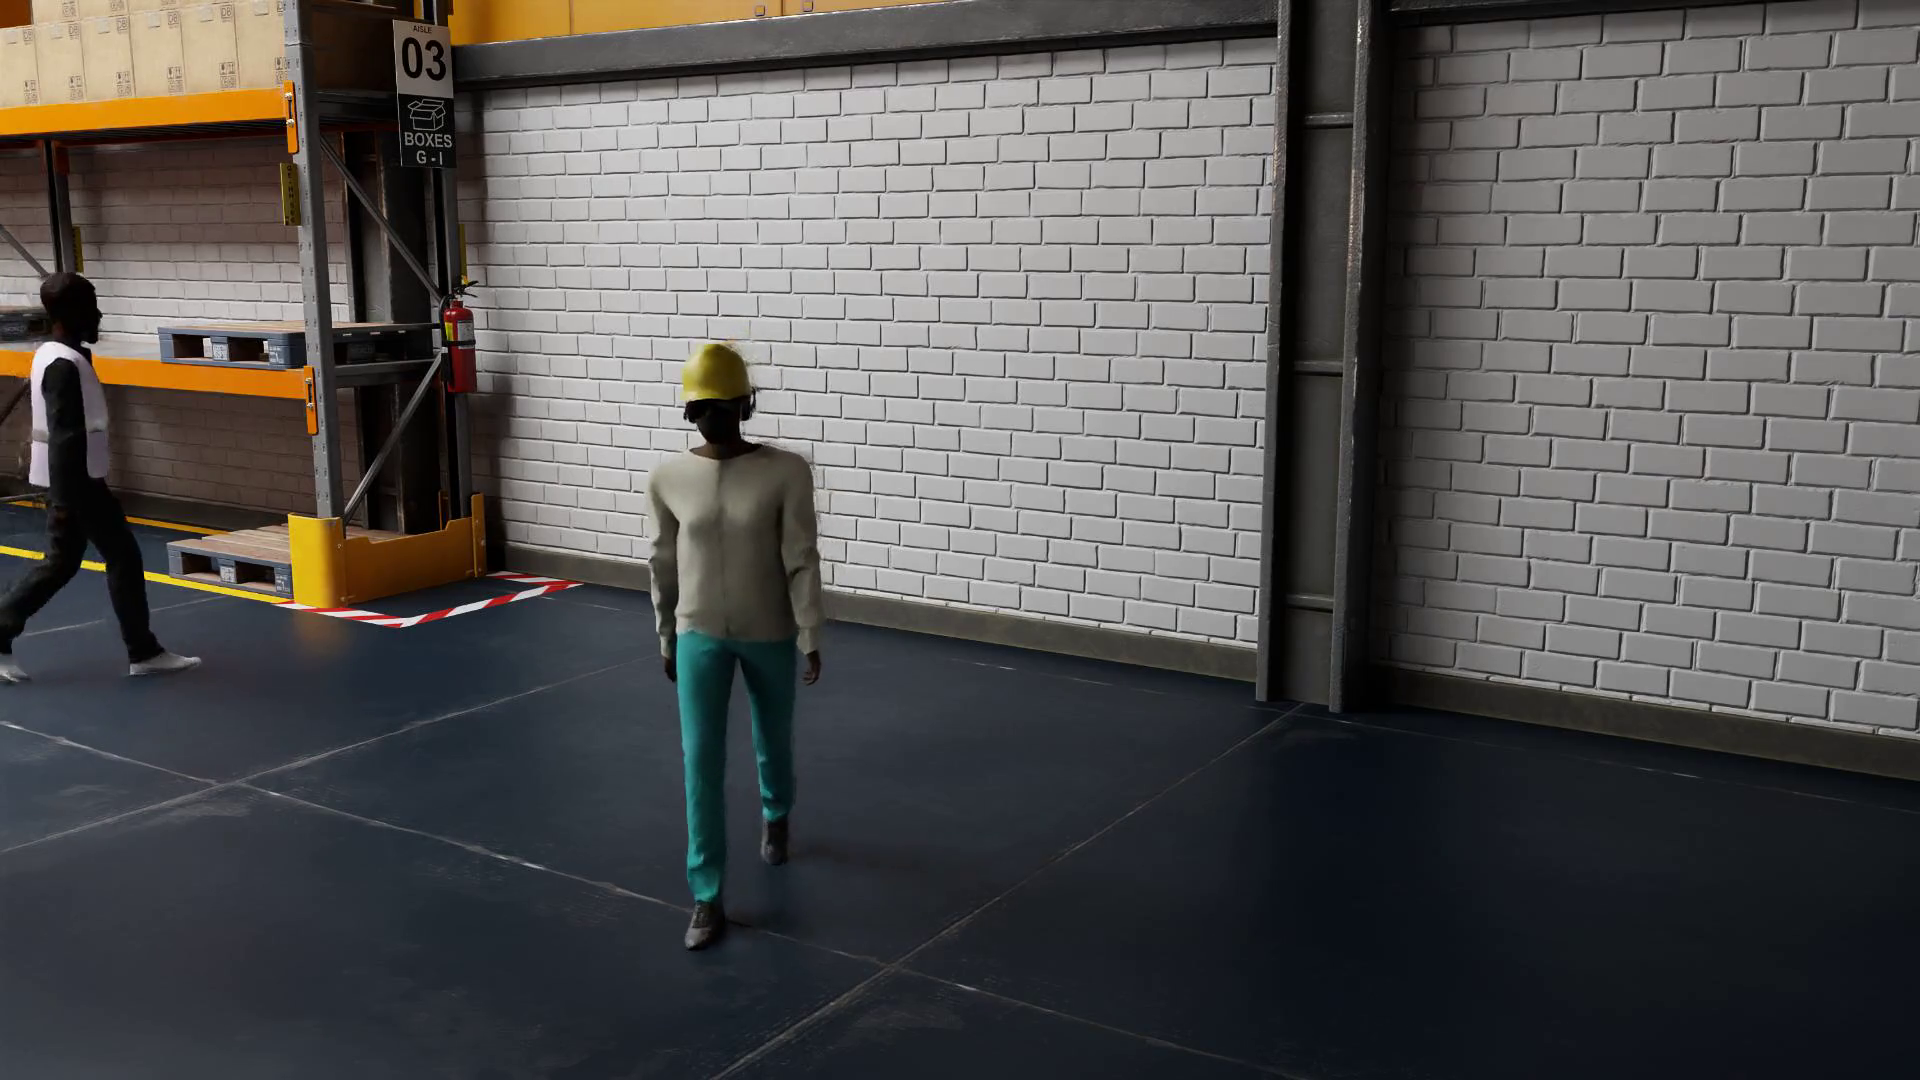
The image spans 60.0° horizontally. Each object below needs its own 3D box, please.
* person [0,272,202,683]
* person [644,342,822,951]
[{"bbox_3d":[-4.093,-0.273,7.583,0.931,1.887,0.599,-5,12,-28],"label":"person"},{"bbox_3d":[-0.675,0.258,5.055,0.525,1.733,0.861,0,10,-1],"label":"person"}]
